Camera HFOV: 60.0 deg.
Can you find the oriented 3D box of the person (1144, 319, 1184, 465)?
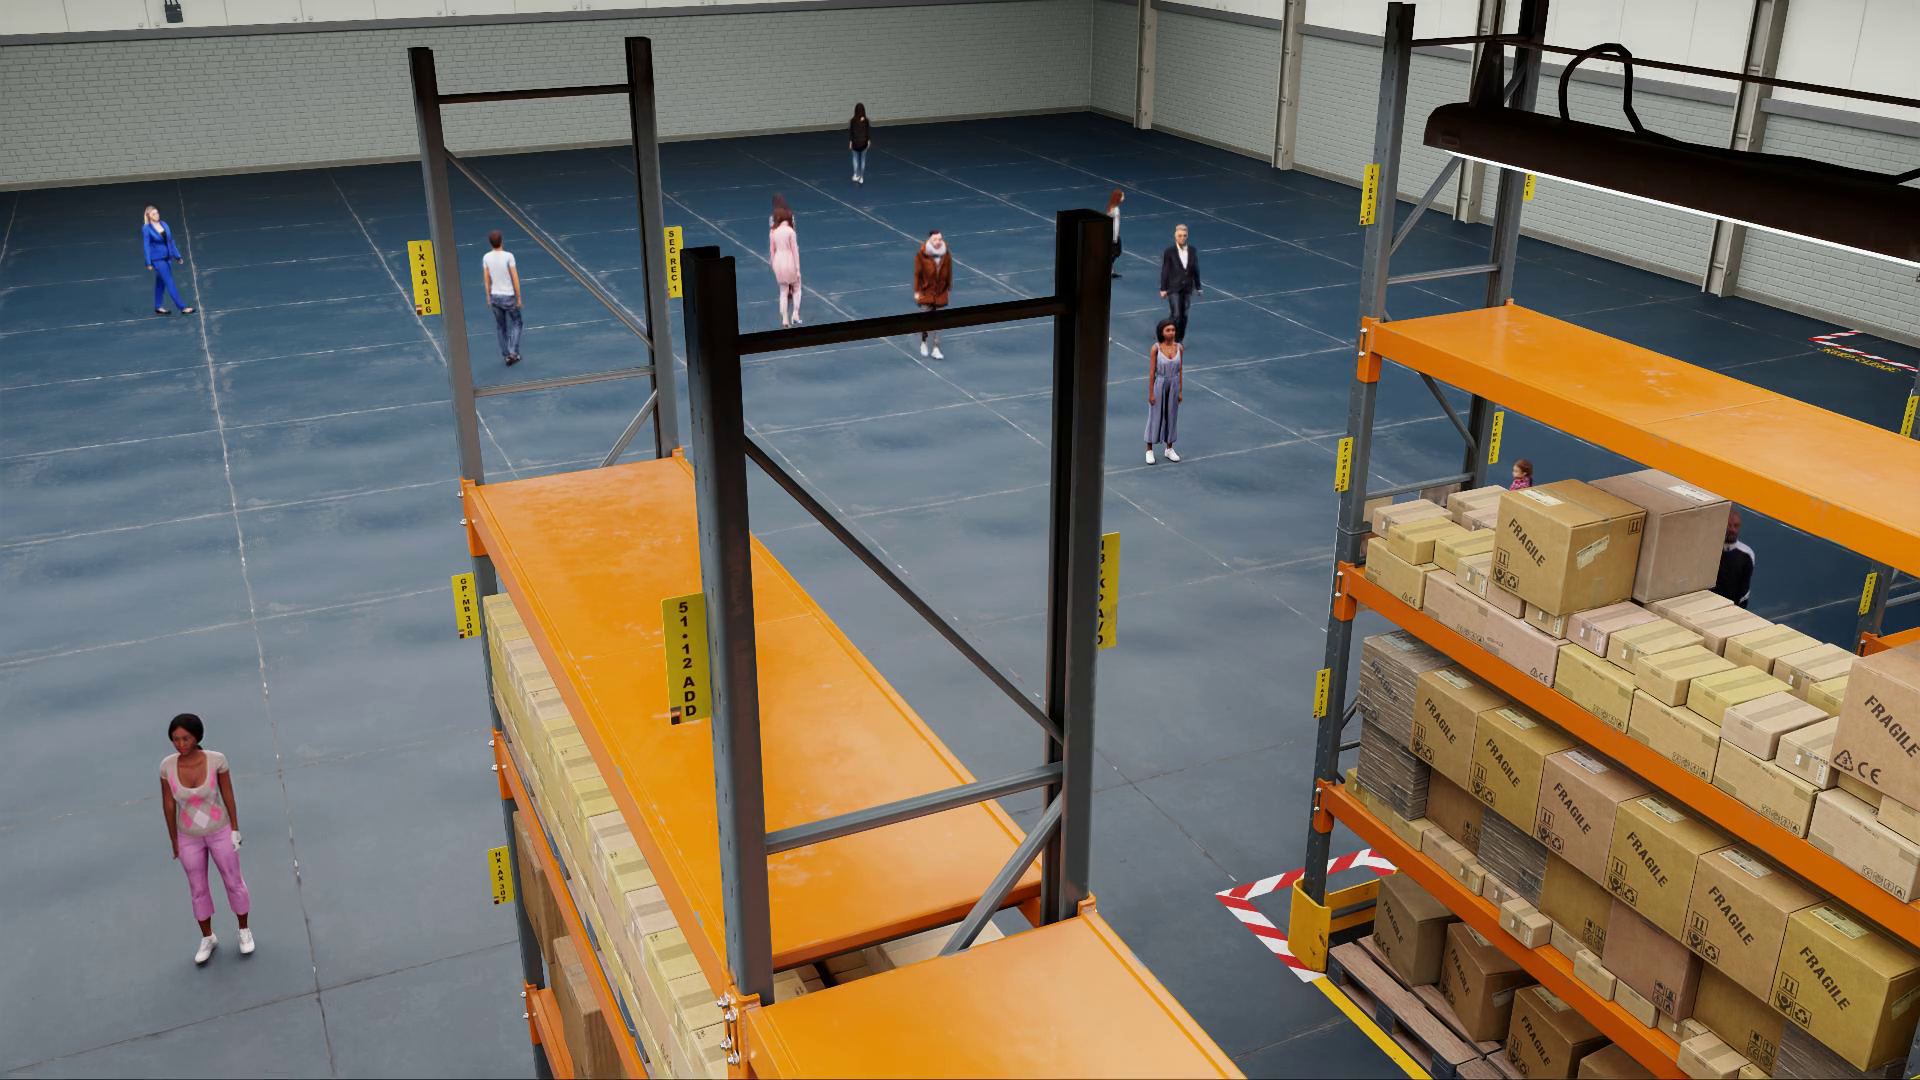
[{"bbox_3d":[2.379,-1.740,19.332,0.606,1.695,0.591,-6,24,-14],"label":"person"}]

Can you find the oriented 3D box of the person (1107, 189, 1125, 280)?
[{"bbox_3d":[2.449,-5.007,27.295,0.673,1.476,0.672,-6,24,-15],"label":"person"}]

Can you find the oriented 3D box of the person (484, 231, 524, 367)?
[{"bbox_3d":[-6.263,-3.284,22.755,0.764,1.858,0.765,1,23,1],"label":"person"}]

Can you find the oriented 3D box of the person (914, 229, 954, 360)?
[{"bbox_3d":[-0.405,-3.426,23.130,0.709,1.826,0.653,-9,25,-21],"label":"person"}]

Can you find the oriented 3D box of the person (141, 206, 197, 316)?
[{"bbox_3d":[-12.172,-4.212,25.184,1.063,1.665,1.032,7,24,15],"label":"person"}]

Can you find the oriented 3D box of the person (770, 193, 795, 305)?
[{"bbox_3d":[-2.694,-4.469,25.708,0.718,1.728,0.870,-15,27,-31],"label":"person"}]

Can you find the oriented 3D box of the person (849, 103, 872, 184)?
[{"bbox_3d":[-2.098,-8.306,34.852,0.728,1.633,0.831,-4,23,-8],"label":"person"}]

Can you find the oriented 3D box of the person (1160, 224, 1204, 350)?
[{"bbox_3d":[3.096,-3.614,23.608,0.750,1.799,0.679,-7,24,-16],"label":"person"}]

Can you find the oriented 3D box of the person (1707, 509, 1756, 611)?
[{"bbox_3d":[6.206,0.572,13.752,0.975,1.807,1.093,4,23,9],"label":"person"}]

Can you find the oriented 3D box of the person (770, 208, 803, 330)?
[{"bbox_3d":[-2.608,-3.942,24.417,0.821,1.769,0.881,9,25,20],"label":"person"}]

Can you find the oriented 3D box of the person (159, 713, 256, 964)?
[{"bbox_3d":[-4.857,1.901,10.710,0.591,1.742,0.543,-7,24,-17],"label":"person"}]

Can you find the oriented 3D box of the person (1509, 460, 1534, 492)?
[{"bbox_3d":[5.675,-0.334,16.890,0.549,1.019,0.466,0,23,-1],"label":"person"}]
